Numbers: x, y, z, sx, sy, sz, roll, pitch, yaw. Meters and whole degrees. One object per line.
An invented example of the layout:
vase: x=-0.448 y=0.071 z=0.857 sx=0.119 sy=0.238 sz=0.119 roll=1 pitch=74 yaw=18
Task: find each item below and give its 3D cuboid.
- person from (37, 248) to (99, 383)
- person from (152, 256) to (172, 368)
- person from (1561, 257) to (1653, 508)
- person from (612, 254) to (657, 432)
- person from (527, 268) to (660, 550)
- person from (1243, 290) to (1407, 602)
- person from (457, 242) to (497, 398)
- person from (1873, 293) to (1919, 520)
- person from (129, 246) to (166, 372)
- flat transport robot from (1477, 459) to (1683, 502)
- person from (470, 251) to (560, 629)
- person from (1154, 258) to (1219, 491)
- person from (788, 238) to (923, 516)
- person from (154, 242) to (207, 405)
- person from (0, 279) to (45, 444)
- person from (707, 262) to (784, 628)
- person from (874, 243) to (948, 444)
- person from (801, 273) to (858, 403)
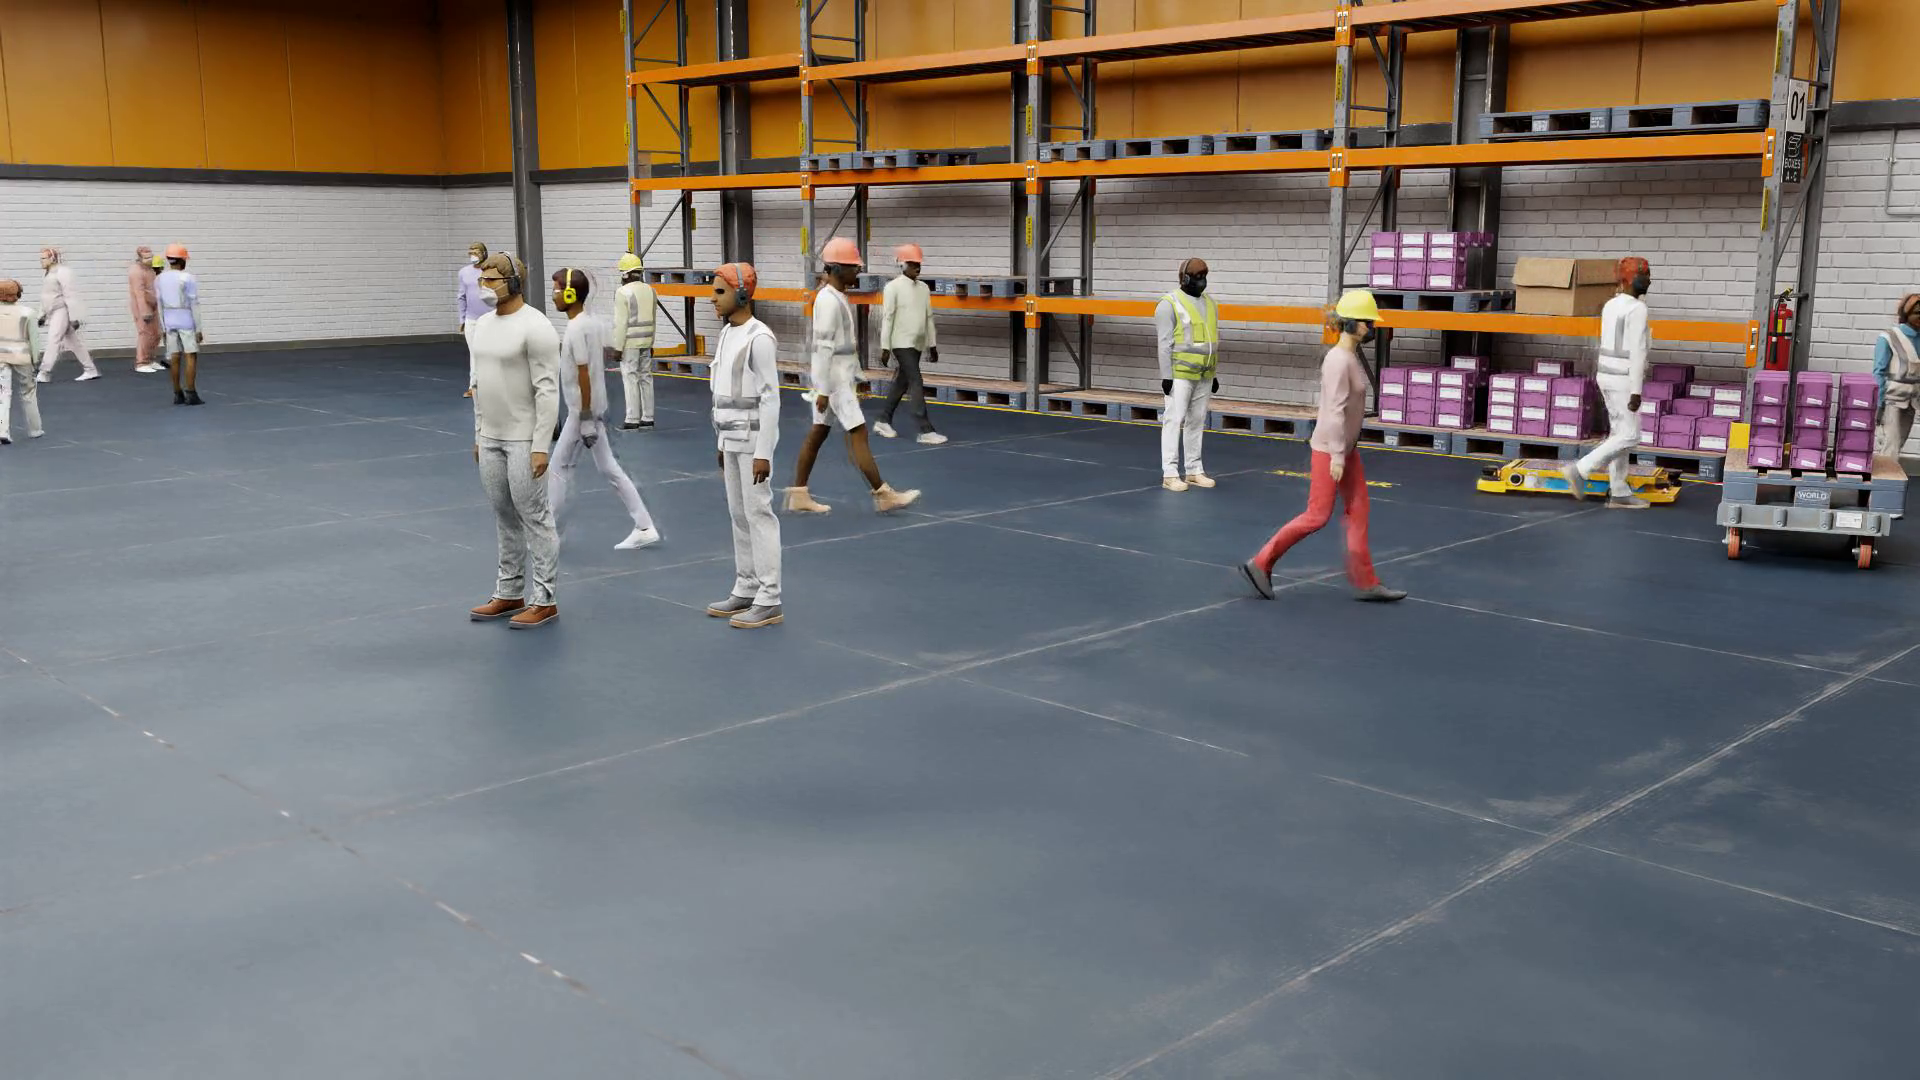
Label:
person: x=-12.468 y=-3.096 z=22.958 sx=1.008 sy=1.846 sz=0.651 roll=-9 pitch=14 yaw=-42
person: x=-12.127 y=-3.454 z=25.271 sx=0.547 sy=1.707 sz=0.918 roll=-1 pitch=10 yaw=-5
person: x=4.810 y=-1.141 z=12.233 sx=0.637 sy=1.869 sz=0.591 roll=0 pitch=10 yaw=-2
person: x=-3.378 y=-2.034 z=17.202 sx=0.404 sy=1.831 sz=0.600 roll=5 pitch=12 yaw=27
person: x=-2.409 y=-0.821 z=10.642 sx=0.989 sy=1.828 sz=0.552 roll=0 pitch=10 yaw=1
person: x=2.029 y=-0.509 z=9.142 sx=0.819 sy=1.733 sz=0.529 roll=5 pitch=11 yaw=23
person: x=-5.949 y=-2.730 z=20.707 sx=0.627 sy=1.940 sz=0.371 roll=2 pitch=11 yaw=10
person: x=6.739 y=-0.950 z=11.899 sx=0.519 sy=1.610 sz=0.555 roll=-4 pitch=11 yaw=-19
person: x=-11.994 y=-3.386 z=24.495 sx=0.472 sy=1.863 sz=0.690 roll=-1 pitch=10 yaw=-7
flat transport robot: x=4.833 y=-0.474 z=12.960 sx=1.431 sy=0.197 sz=0.652 roll=5 pitch=12 yaw=28
person: x=-2.315 y=-0.513 z=8.620 sx=0.630 sy=1.940 sz=0.373 roll=8 pitch=13 yaw=38
person: x=1.843 y=-1.320 z=13.287 sx=0.624 sy=1.844 sz=0.429 roll=-8 pitch=13 yaw=-38
person: x=-0.785 y=-1.155 z=11.950 sx=1.020 sy=1.990 sz=0.638 roll=-1 pitch=10 yaw=-5
person: x=-9.302 y=-2.577 z=19.889 sx=0.548 sy=1.940 sz=0.364 roll=2 pitch=11 yaw=13
person: x=-9.286 y=-1.751 z=16.296 sx=0.519 sy=1.601 sz=0.852 roll=-3 pitch=11 yaw=-15
person: x=-1.116 y=-0.489 z=8.637 sx=0.342 sy=1.882 sz=0.579 roll=-6 pitch=12 yaw=-28
person: x=-0.523 y=-1.944 z=16.414 sx=1.009 sy=1.950 sz=0.630 roll=8 pitch=13 yaw=37
person: x=-1.525 y=-2.383 z=19.784 sx=0.868 sy=1.584 sz=0.520 roll=10 pitch=14 yaw=43
